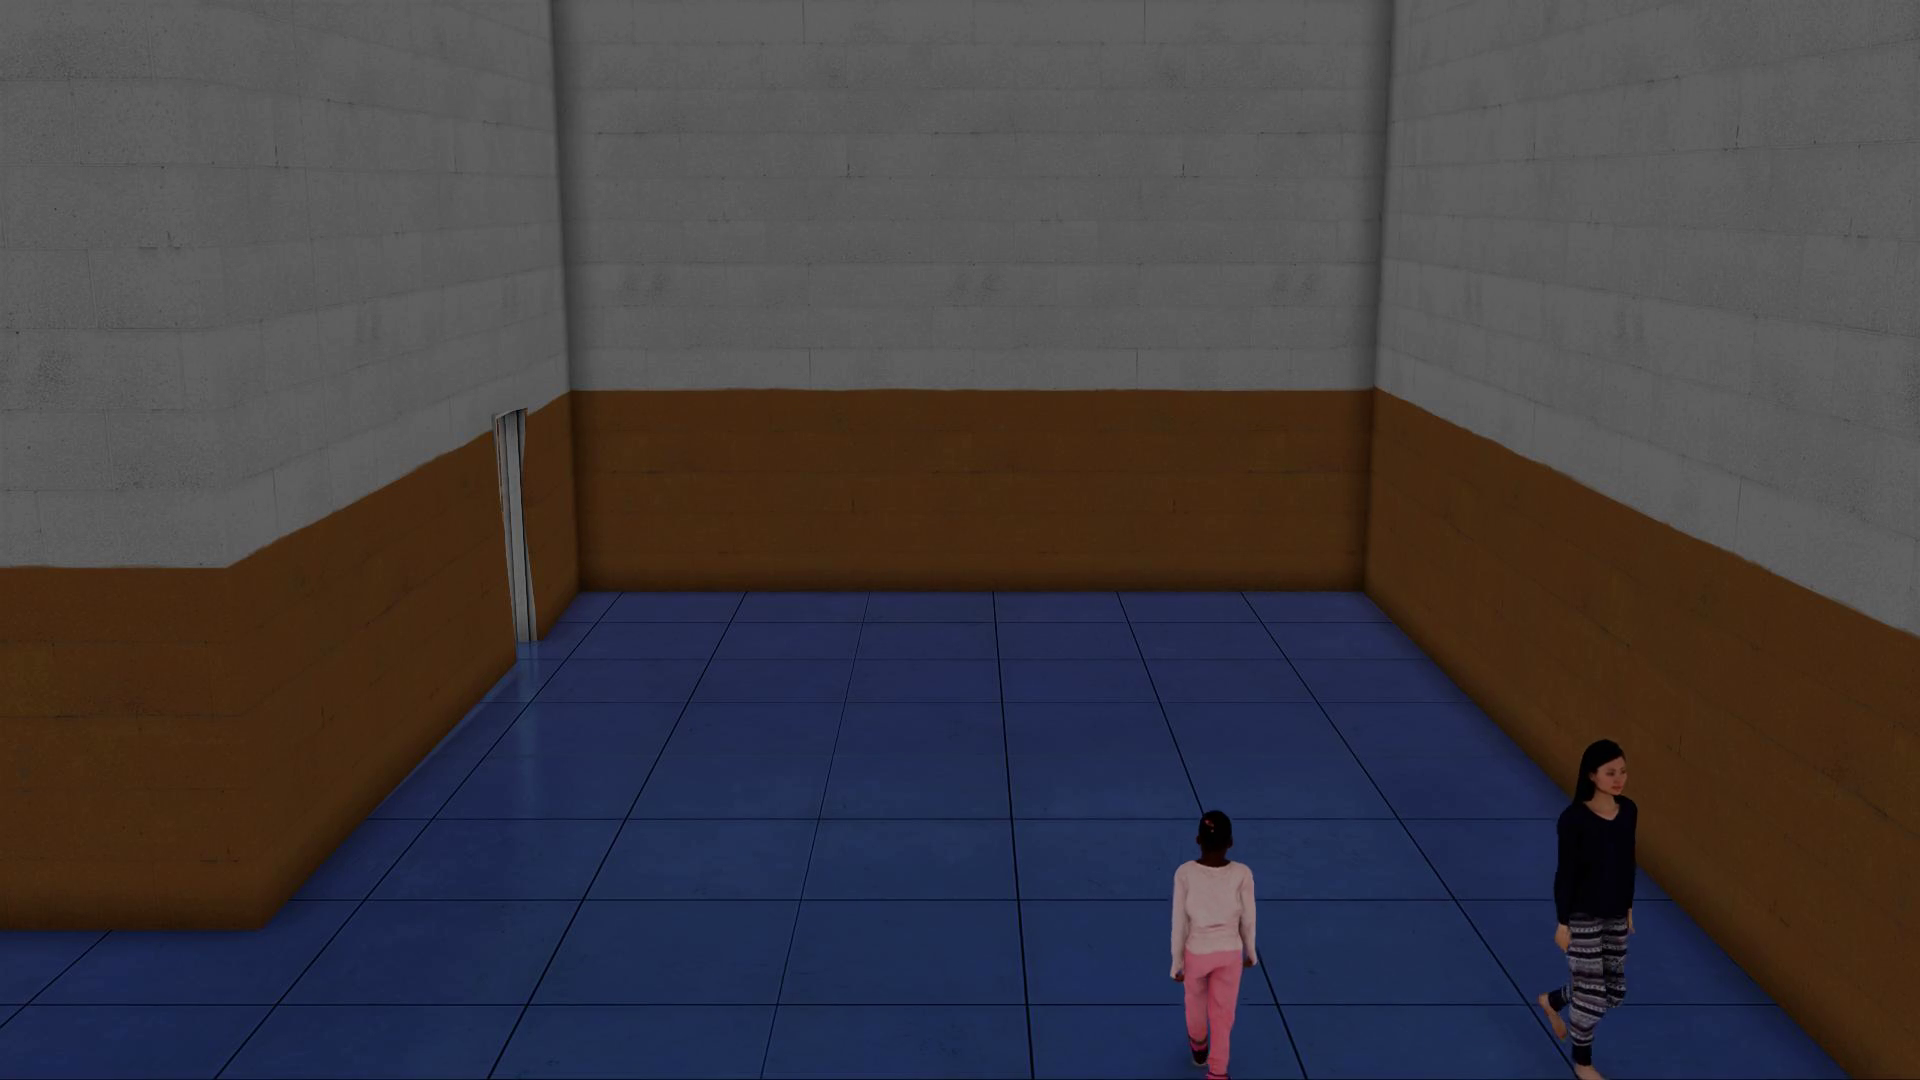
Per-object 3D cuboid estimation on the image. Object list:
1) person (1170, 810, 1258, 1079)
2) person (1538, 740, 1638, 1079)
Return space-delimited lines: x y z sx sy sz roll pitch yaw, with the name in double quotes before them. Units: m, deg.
"person" 1.187 1.971 7.793 0.967 1.416 0.713 2 12 7
"person" 3.006 1.767 8.026 0.818 1.720 0.821 -4 13 -20
